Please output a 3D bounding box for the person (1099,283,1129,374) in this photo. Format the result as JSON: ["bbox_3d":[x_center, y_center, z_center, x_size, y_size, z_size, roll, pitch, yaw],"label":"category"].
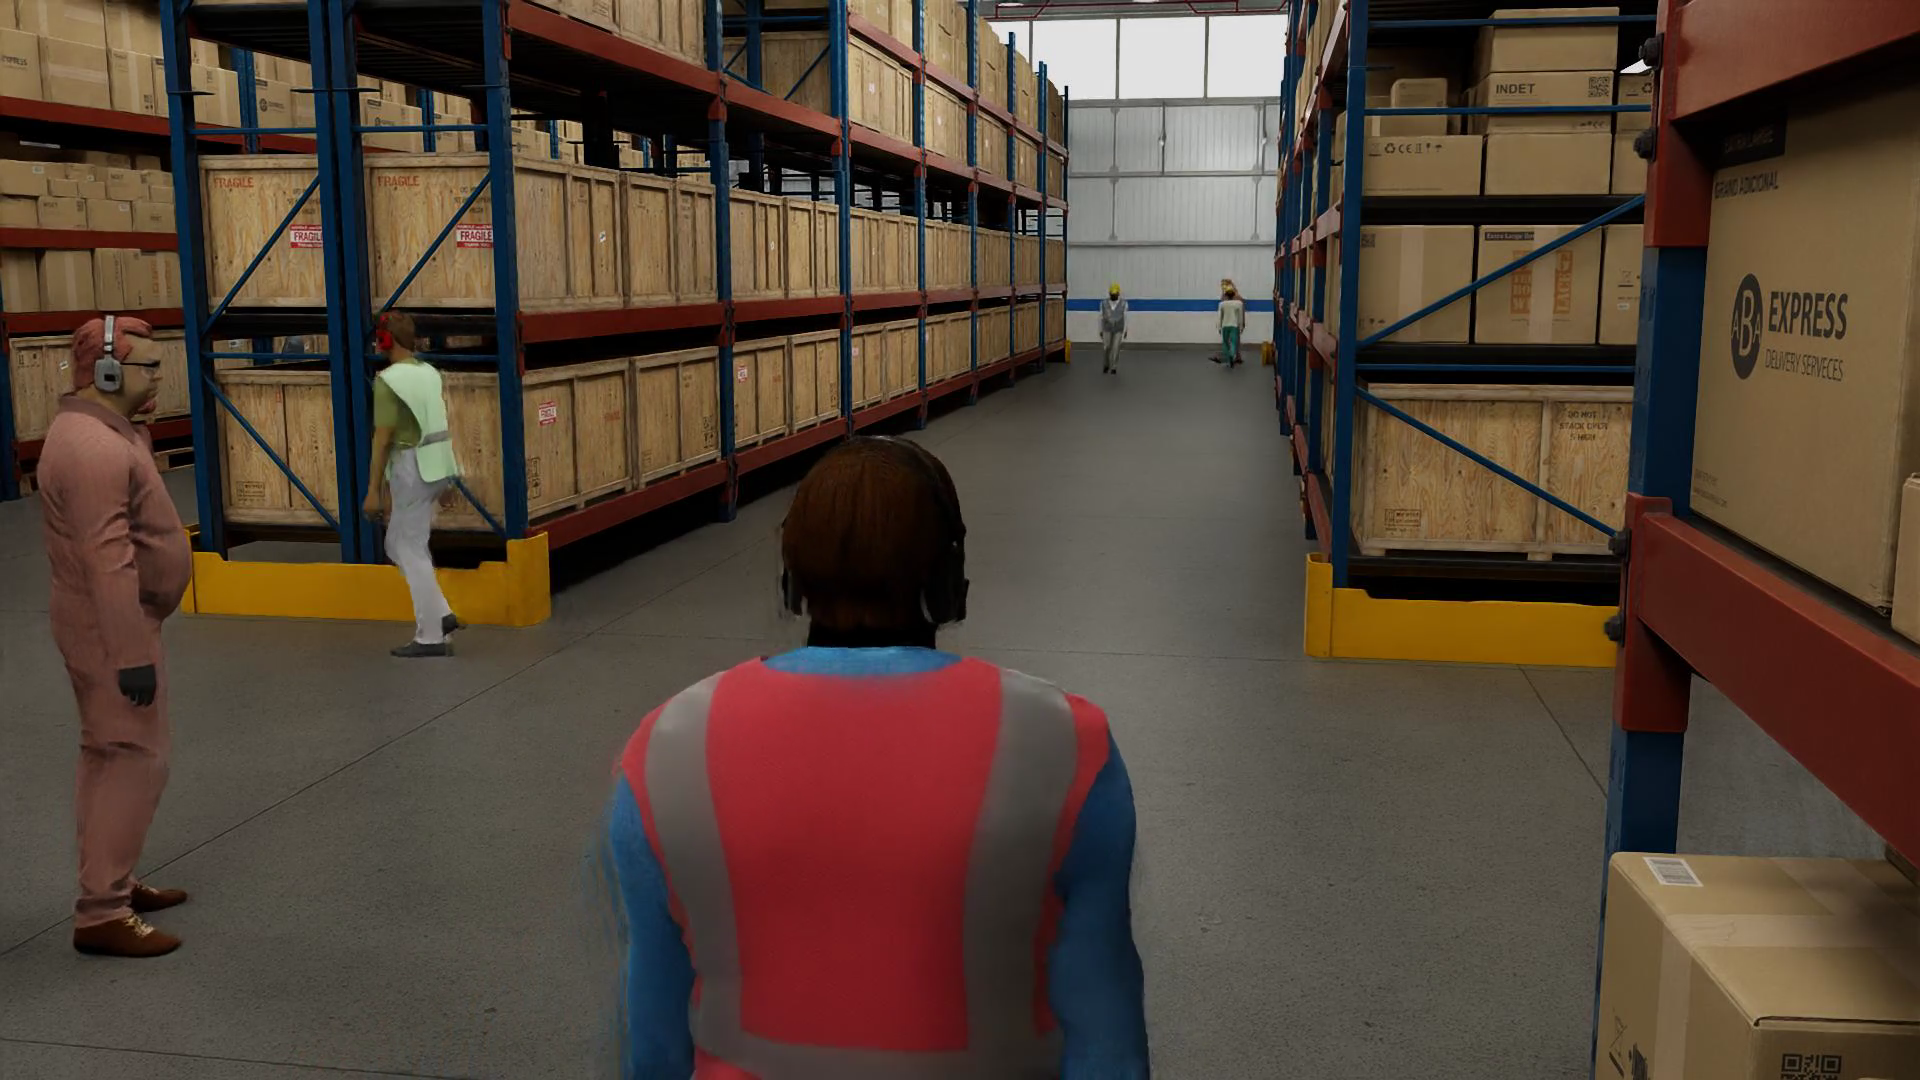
[{"bbox_3d":[3.024,-4.156,32.776,0.590,1.810,0.567,1,9,7],"label":"person"}]

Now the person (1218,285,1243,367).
[{"bbox_3d":[5.726,-4.529,35.282,0.536,1.747,0.536,3,10,17],"label":"person"}]

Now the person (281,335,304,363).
[{"bbox_3d":[-7.003,-1.604,17.489,0.286,1.636,0.500,-5,10,-28],"label":"person"}]

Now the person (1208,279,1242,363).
[{"bbox_3d":[5.841,-4.812,36.660,0.947,1.863,0.663,-3,10,-16],"label":"person"}]

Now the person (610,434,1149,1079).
[{"bbox_3d":[-0.092,0.784,2.061,0.648,1.833,0.435,2,9,10],"label":"person"}]

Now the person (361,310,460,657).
[{"bbox_3d":[-2.873,-0.287,8.724,0.449,1.822,0.571,0,9,2],"label":"person"}]

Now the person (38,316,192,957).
[{"bbox_3d":[-2.523,0.279,5.026,0.395,1.896,0.643,-5,10,-27],"label":"person"}]
